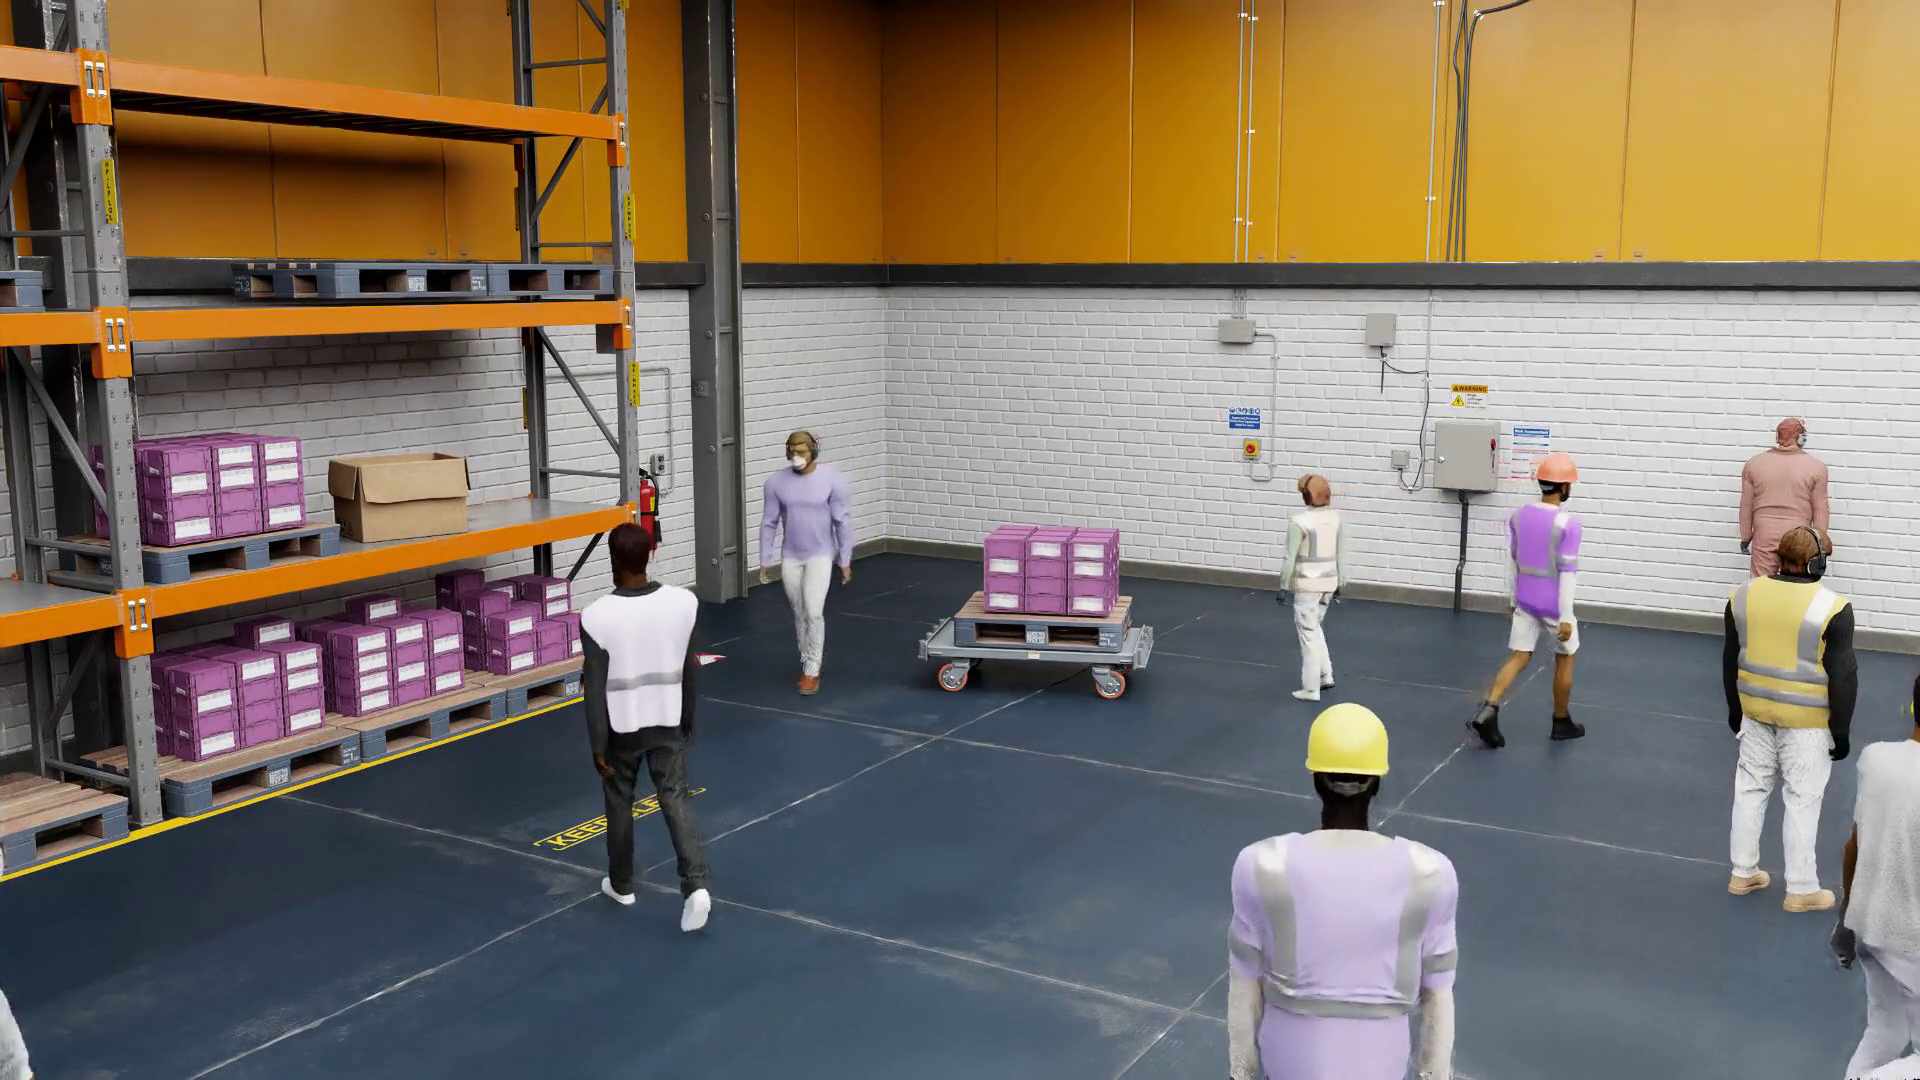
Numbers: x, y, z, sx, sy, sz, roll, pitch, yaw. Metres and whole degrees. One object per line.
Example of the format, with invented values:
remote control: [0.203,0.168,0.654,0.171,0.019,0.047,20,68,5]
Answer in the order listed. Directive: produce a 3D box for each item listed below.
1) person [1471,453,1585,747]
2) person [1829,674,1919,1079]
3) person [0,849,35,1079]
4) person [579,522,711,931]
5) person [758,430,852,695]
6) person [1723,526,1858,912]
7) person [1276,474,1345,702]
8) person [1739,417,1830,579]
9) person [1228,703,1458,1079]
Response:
person: [3.684,0.390,10.622,0.905,1.906,0.552,-5,11,-31]
person: [2.961,1.277,5.307,0.544,1.835,0.564,-1,9,-3]
person: [-3.422,1.185,5.701,0.703,1.896,0.592,6,11,32]
person: [-1.460,0.857,7.739,0.588,1.892,0.898,-5,10,-28]
person: [-1.145,0.165,11.995,0.663,1.910,0.744,3,9,16]
person: [3.980,0.843,7.979,0.429,1.842,0.632,-6,11,-32]
person: [2.484,0.343,11.787,0.516,1.626,0.374,-7,11,-36]
person: [6.525,-0.020,13.175,0.651,1.904,0.402,8,12,41]
person: [0.999,1.381,4.414,0.585,1.912,0.463,1,9,4]
